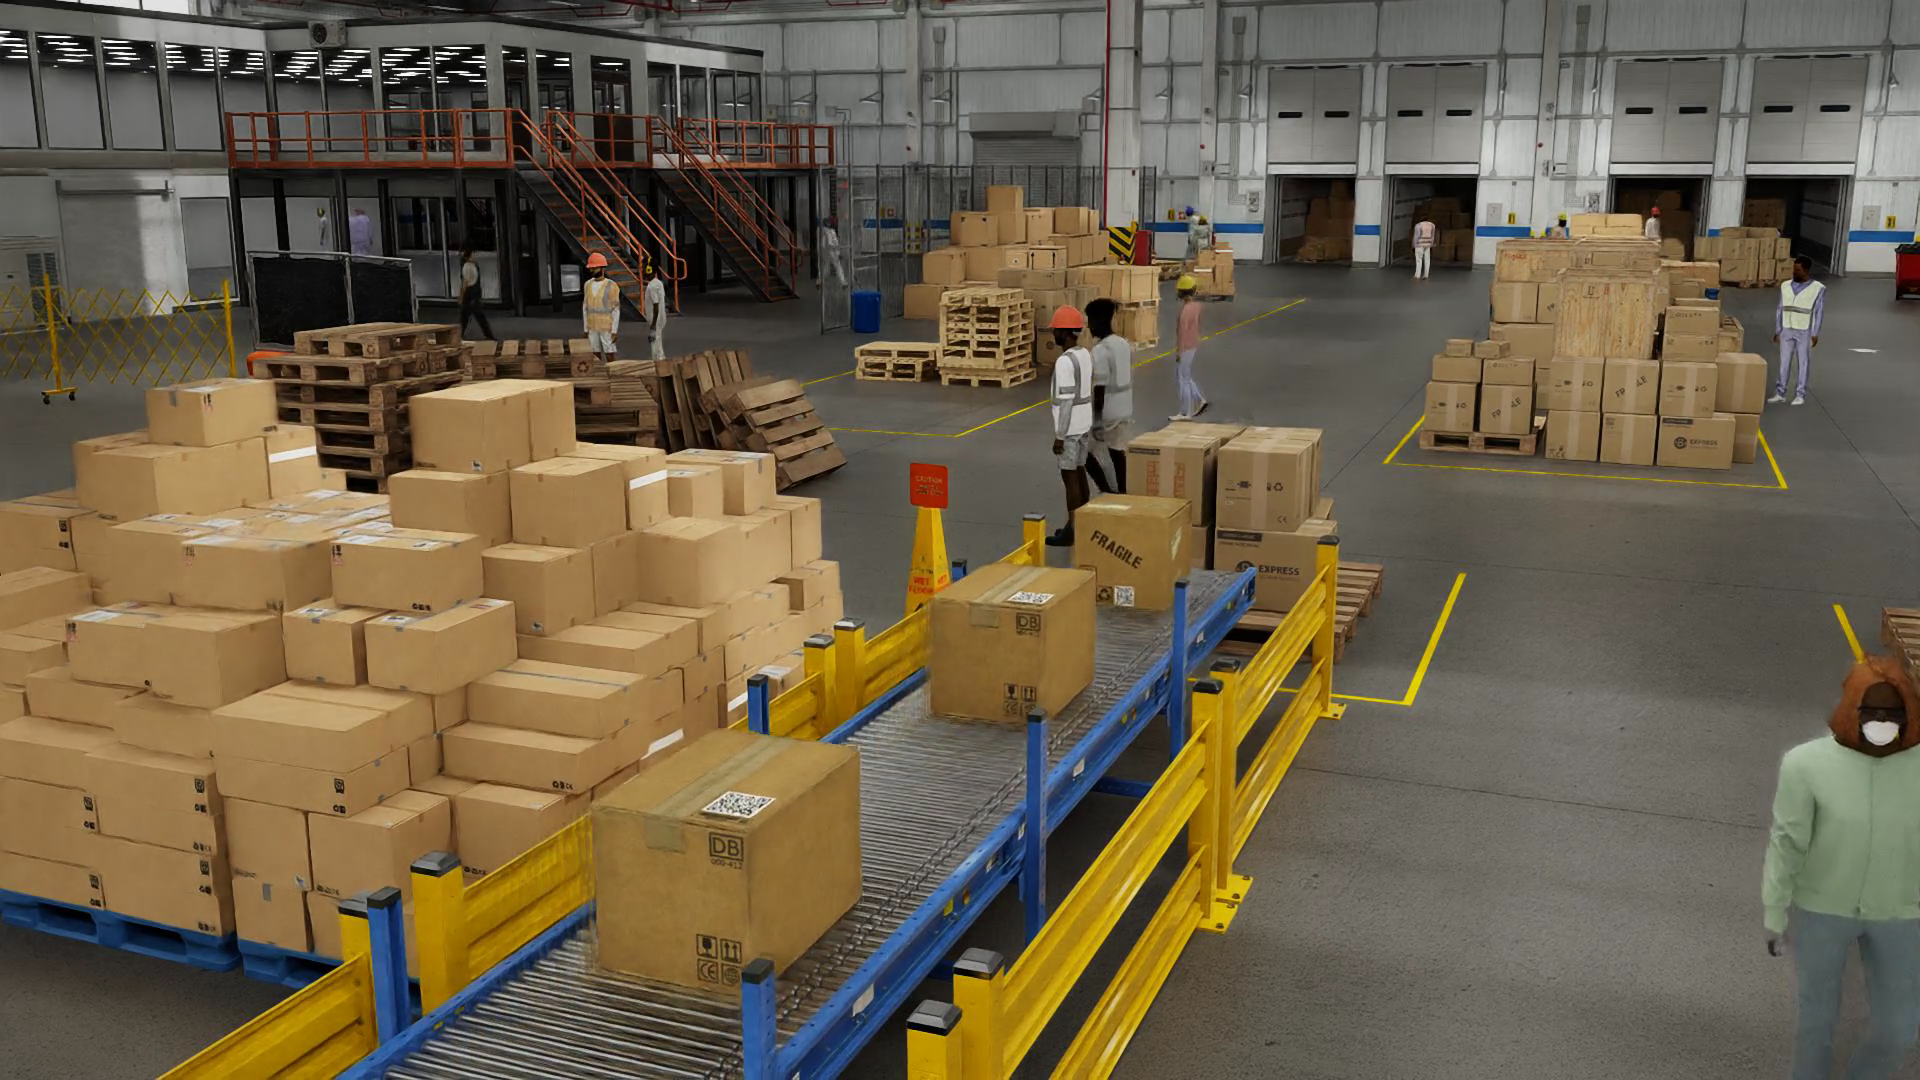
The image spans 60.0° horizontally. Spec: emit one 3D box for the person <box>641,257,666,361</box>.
[{"bbox_3d":[-4.084,-2.841,22.221,0.310,1.868,0.532,0,13,-2],"label":"person"}]

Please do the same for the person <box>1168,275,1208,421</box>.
[{"bbox_3d":[2.724,-2.301,20.033,0.382,1.754,0.542,6,14,26],"label":"person"}]

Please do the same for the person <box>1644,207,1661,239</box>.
[{"bbox_3d":[19.850,-8.550,47.616,0.751,1.970,0.453,-9,15,-35],"label":"person"}]

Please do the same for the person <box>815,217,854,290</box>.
[{"bbox_3d":[-3.217,-7.204,41.893,1.003,1.835,0.592,-1,13,-5],"label":"person"}]

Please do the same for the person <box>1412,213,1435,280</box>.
[{"bbox_3d":[12.707,-8.059,45.686,0.633,1.843,0.429,-4,13,-17],"label":"person"}]

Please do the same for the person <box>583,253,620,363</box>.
[{"bbox_3d":[-4.716,-2.783,21.803,0.545,1.938,0.359,5,14,23],"label":"person"}]

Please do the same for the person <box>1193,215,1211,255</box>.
[{"bbox_3d":[6.992,-8.496,47.956,0.498,1.705,0.876,-1,13,-4],"label":"person"}]

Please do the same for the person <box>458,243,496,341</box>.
[{"bbox_3d":[-8.280,-4.085,27.970,0.983,1.789,0.535,-1,13,-4],"label":"person"}]

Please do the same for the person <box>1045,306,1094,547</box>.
[{"bbox_3d":[0.870,-0.911,13.401,0.372,1.939,0.544,6,14,23],"label":"person"}]

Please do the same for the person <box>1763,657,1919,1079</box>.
[{"bbox_3d":[2.664,1.135,4.949,0.521,1.617,0.374,4,13,18],"label":"person"}]

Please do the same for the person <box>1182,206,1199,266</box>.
[{"bbox_3d":[7.328,-9.460,51.914,0.971,1.878,0.646,4,13,18],"label":"person"}]

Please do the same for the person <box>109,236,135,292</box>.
[{"bbox_3d":[-17.713,-5.621,35.197,0.509,1.631,0.269,-3,13,-11],"label":"person"}]

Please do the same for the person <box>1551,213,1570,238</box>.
[{"bbox_3d":[15.456,-7.419,42.675,0.792,1.896,0.594,11,17,41],"label":"person"}]

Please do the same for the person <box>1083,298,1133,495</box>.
[{"bbox_3d":[1.262,-1.097,14.234,0.471,1.936,0.680,9,15,35],"label":"person"}]

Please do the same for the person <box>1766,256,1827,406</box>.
[{"bbox_3d":[10.817,-2.697,21.472,0.394,1.915,0.587,-8,15,-33],"label":"person"}]
